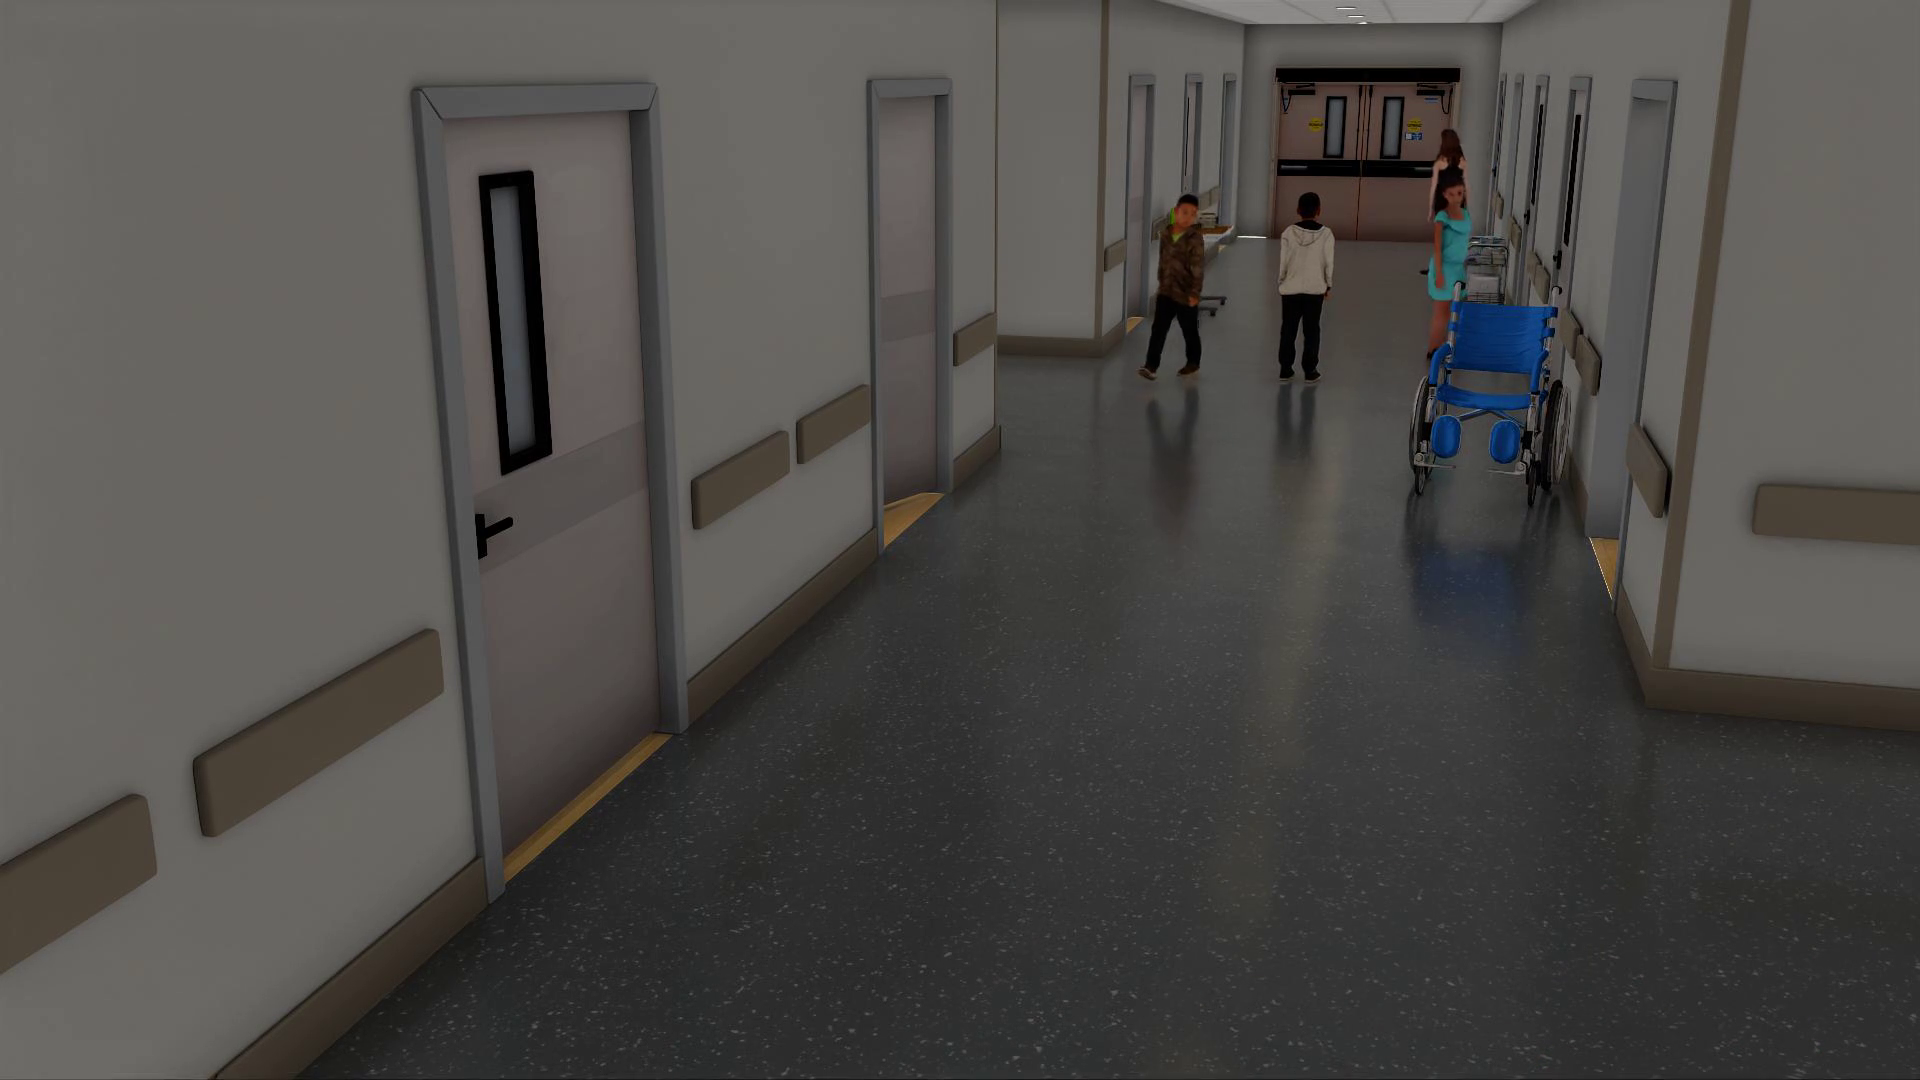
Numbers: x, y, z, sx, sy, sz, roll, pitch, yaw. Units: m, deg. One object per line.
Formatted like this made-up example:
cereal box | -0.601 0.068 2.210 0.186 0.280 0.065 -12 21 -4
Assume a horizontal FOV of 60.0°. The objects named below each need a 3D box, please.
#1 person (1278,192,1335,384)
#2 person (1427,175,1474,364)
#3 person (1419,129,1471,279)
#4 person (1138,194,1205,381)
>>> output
person | 2.658 -1.956 12.892 0.582 1.452 0.522 6 17 19
person | 3.990 -2.209 13.645 0.842 1.531 0.764 14 21 40
person | 5.473 -3.651 18.453 0.934 1.697 1.164 -2 16 -7
person | 1.741 -1.931 12.874 0.823 1.414 1.040 12 20 37
